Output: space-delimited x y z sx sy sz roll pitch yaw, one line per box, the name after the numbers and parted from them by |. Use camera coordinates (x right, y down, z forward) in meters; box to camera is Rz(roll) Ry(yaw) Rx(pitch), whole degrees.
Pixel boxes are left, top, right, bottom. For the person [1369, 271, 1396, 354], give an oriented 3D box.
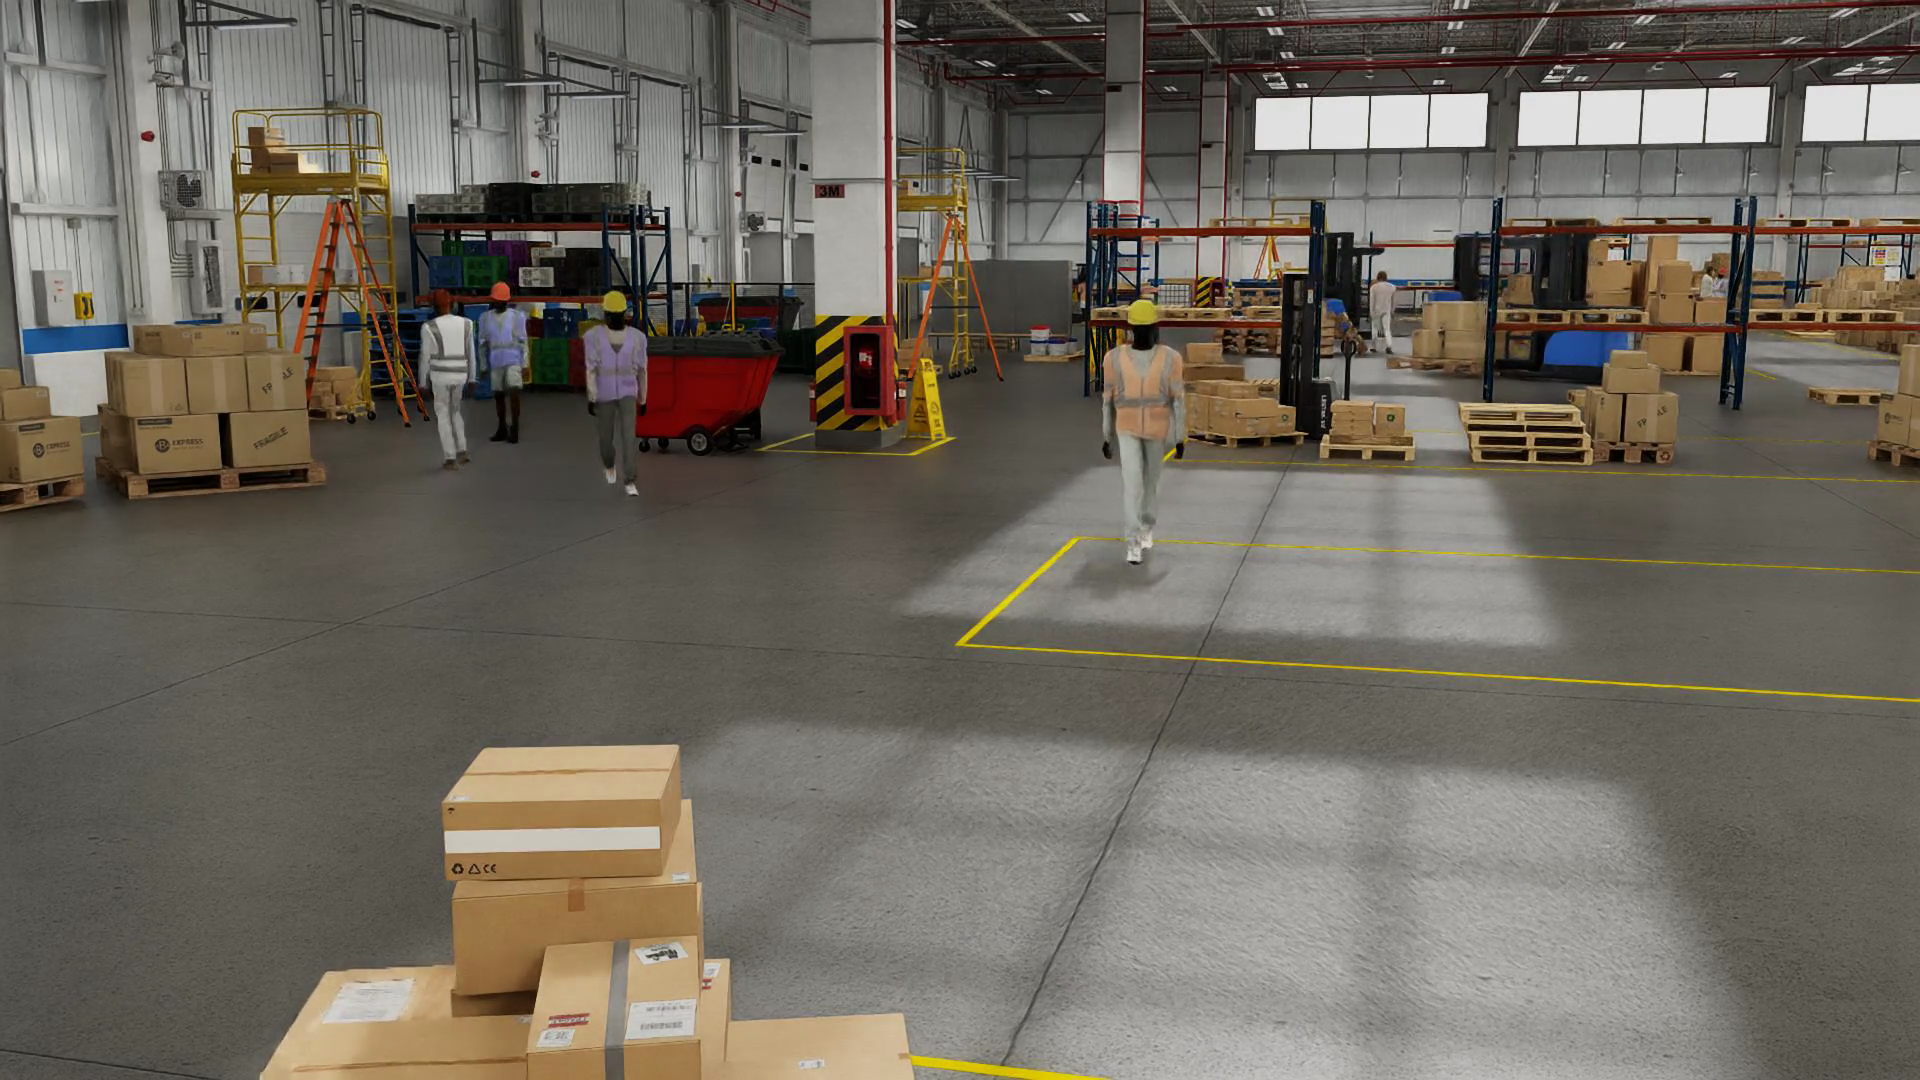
9.623 -5.185 37.882 0.631 1.887 1.020 -1 10 -4 | person

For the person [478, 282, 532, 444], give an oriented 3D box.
-5.326 -2.065 19.460 0.641 1.885 0.778 0 10 0 | person

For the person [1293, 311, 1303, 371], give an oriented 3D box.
6.624 -4.102 31.928 0.323 1.736 0.488 6 11 30 | person

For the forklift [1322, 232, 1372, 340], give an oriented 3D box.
9.862 -6.626 43.418 1.873 2.768 1.129 -3 10 -16 | forklift

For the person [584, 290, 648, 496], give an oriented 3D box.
-3.183 -1.379 15.444 0.576 1.891 0.821 -2 10 -13 | person

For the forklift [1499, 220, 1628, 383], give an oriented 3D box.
10.704 -4.224 29.277 1.129 2.768 1.873 -9 13 -43 | forklift

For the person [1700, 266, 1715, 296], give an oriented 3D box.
22.817 -7.406 50.819 0.372 1.932 0.632 5 11 28 | person

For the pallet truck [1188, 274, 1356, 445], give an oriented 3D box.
3.653 -2.138 19.590 1.885 1.965 0.823 -4 10 -20 | pallet truck

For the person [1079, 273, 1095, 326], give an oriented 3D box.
4.055 -7.692 53.170 0.540 1.695 0.317 0 10 -3 | person

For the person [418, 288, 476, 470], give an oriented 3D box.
-5.296 -1.648 17.091 0.605 1.858 0.501 -9 13 -43 | person

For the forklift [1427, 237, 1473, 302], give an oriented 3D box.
15.793 -8.156 52.424 1.873 2.768 1.129 0 10 0 | forklift

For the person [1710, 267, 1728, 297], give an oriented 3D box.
23.632 -7.529 51.668 0.833 1.888 0.554 -3 10 -20 | person

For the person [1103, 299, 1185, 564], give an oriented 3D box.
1.339 -0.816 12.157 0.598 1.886 0.964 1 10 5 | person

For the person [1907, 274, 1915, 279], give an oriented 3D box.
28.528 -7.152 50.066 0.546 1.674 0.644 -1 10 -3 | person

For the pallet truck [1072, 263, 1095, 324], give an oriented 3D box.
4.325 -8.180 55.162 0.823 1.965 1.885 6 11 31 | pallet truck
